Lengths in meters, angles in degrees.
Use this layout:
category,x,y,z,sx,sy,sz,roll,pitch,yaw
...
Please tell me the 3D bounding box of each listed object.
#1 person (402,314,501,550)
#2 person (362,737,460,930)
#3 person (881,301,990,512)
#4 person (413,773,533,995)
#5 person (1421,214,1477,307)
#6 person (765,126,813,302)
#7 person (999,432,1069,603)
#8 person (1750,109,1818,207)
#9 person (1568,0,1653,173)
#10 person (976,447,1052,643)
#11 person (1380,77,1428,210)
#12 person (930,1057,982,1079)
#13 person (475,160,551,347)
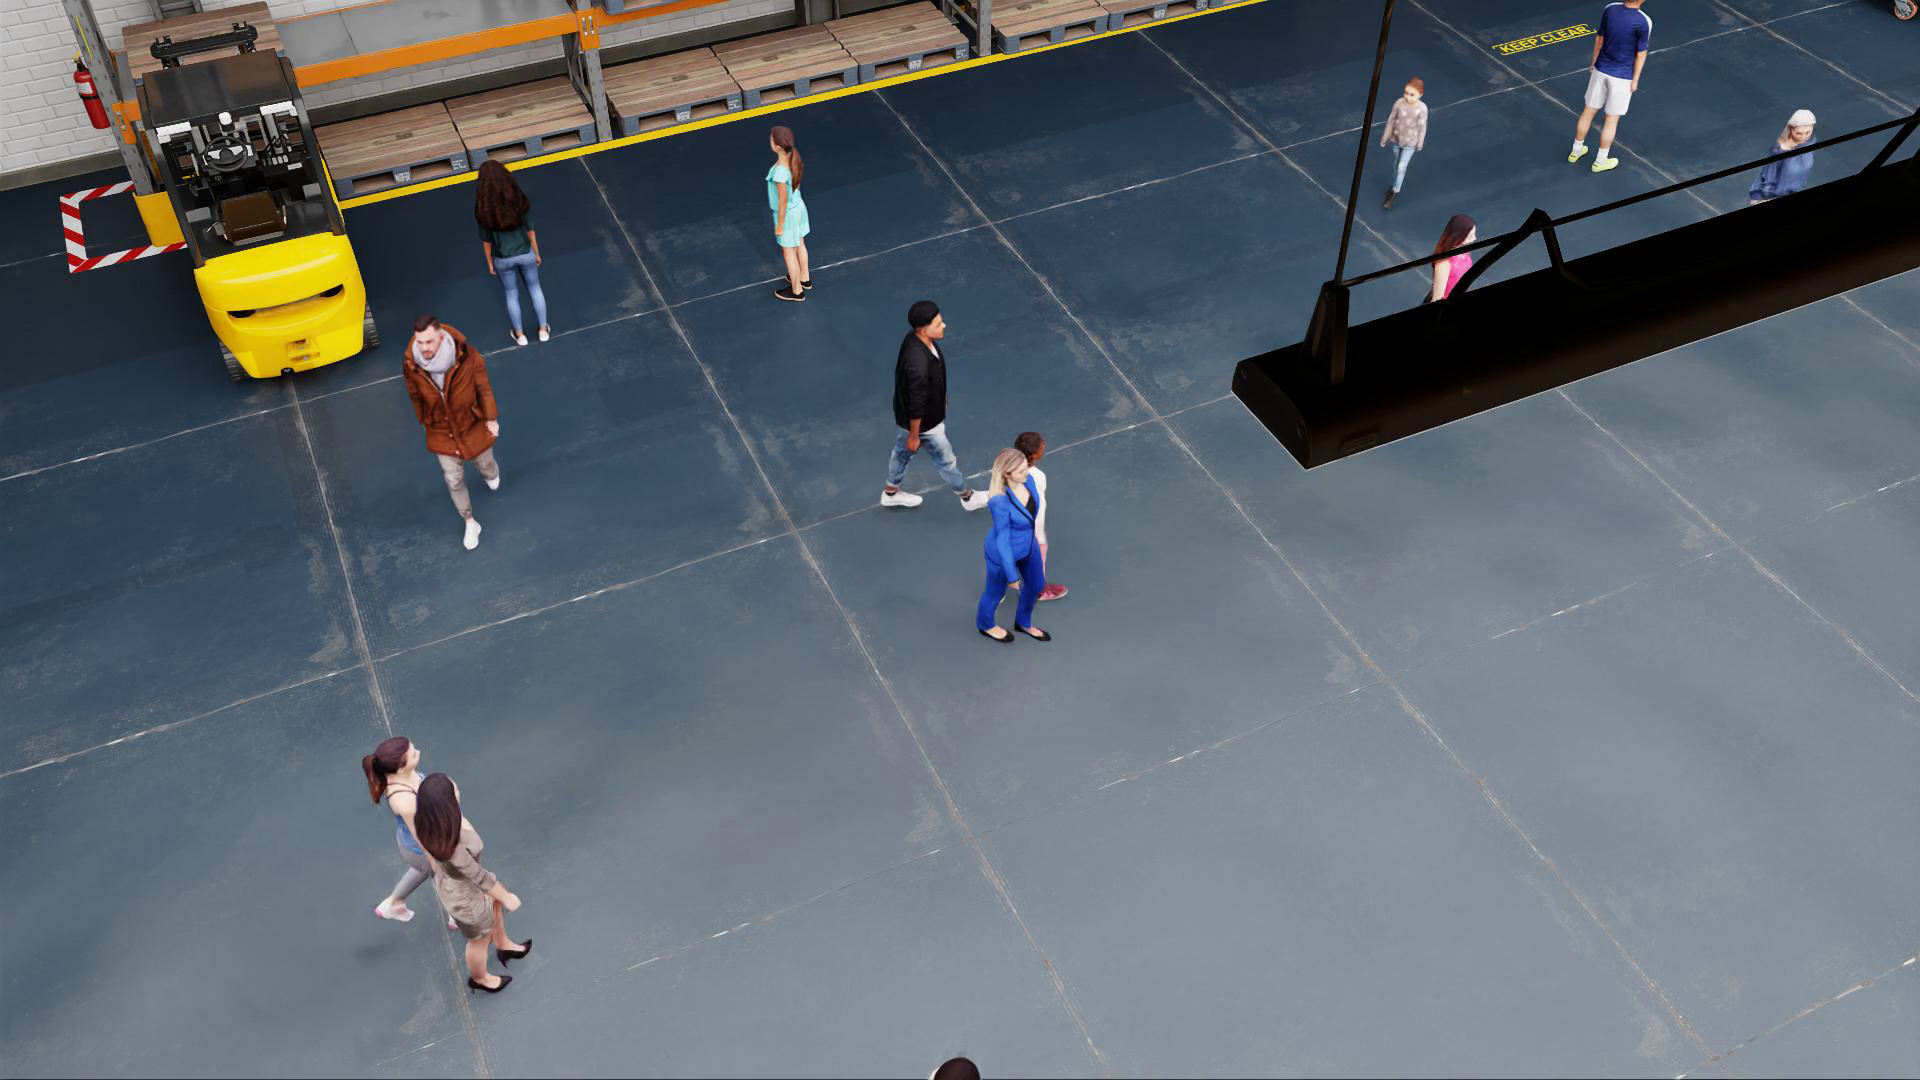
category,x,y,z,sx,sy,sz,roll,pitch,yaw
person,-3.421,-0.815,11.369,0.955,1.820,0.894,-8,44,-8
person,-2.956,1.638,8.954,0.818,1.599,0.575,-20,47,-19
person,-0.360,-0.880,11.468,1.213,1.777,0.991,-1,44,-1
person,-2.621,1.863,8.621,0.693,1.732,0.672,-25,49,-24
person,3.541,-1.737,12.462,0.927,1.647,0.923,22,48,21
person,-1.390,-2.653,13.488,0.692,1.558,0.634,14,45,14
person,0.375,-0.144,10.942,0.744,1.438,0.748,29,51,27
person,6.613,-2.806,13.564,0.894,1.675,0.599,34,53,31
person,5.862,-4.193,14.901,0.652,1.839,0.694,-31,52,-28
person,0.219,0.041,10.570,0.893,1.683,0.832,18,46,18
person,3.963,-3.568,14.725,0.644,1.176,0.779,32,52,29
person,0.001,2.824,7.680,0.599,1.639,0.652,-26,49,-24
person,-3.491,-2.231,13.002,0.531,1.618,0.651,-16,46,-16
